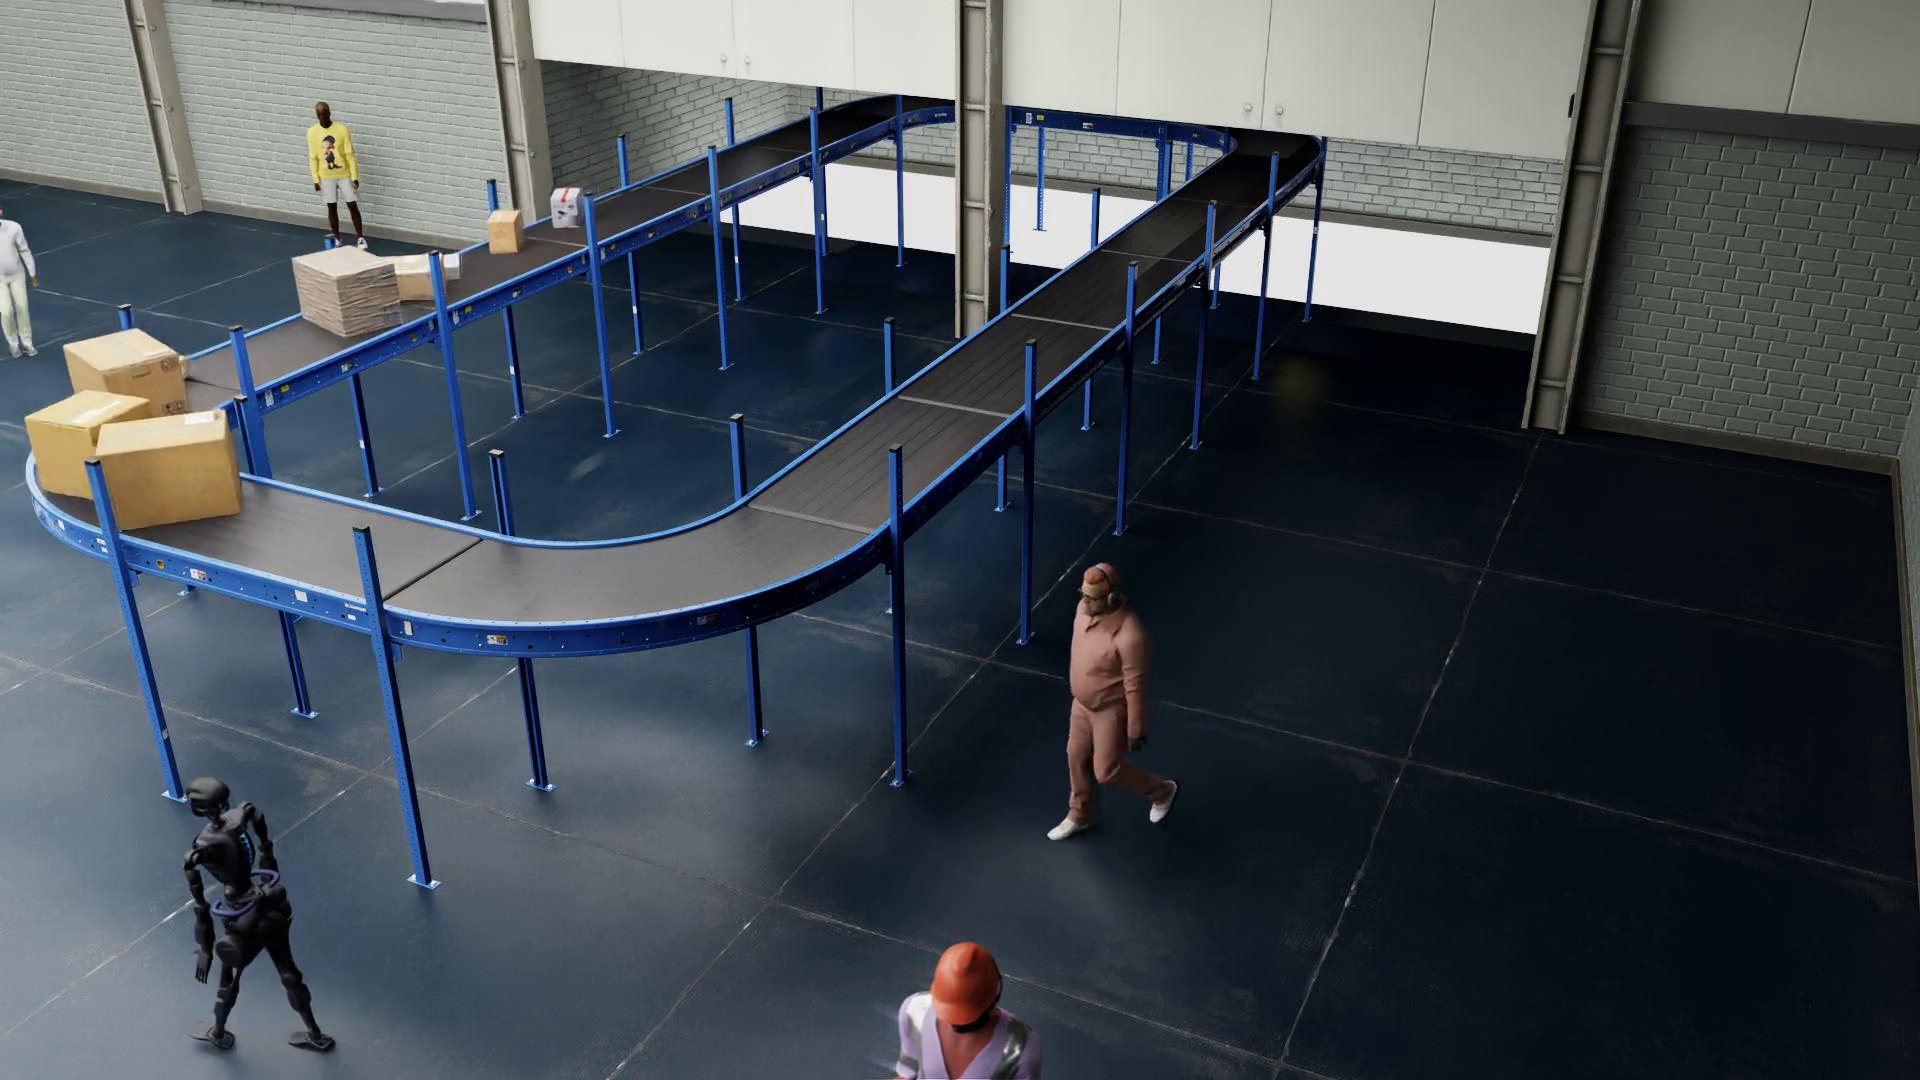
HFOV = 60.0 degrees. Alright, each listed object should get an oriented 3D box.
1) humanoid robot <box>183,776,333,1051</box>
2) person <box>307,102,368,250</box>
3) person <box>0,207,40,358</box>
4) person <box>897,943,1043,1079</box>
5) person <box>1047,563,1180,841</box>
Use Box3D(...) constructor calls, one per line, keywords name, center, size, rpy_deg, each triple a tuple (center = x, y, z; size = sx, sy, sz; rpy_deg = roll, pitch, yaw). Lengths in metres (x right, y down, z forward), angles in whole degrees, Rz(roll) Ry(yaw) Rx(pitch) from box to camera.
Box3D(name="humanoid robot", center=(-3.574, 1.843, 8.206), size=(0.729, 1.628, 0.597), rpy_deg=(8, 27, 15))
Box3D(name="person", center=(-7.824, -4.547, 20.830), size=(0.559, 1.886, 0.383), rpy_deg=(-6, 27, -12))
Box3D(name="person", center=(-9.948, -2.747, 17.358), size=(0.454, 1.724, 0.605), rpy_deg=(24, 35, 39))
Box3D(name="person", center=(0.019, 2.417, 6.627), size=(0.607, 2.035, 0.402), rpy_deg=(12, 29, 23))
Box3D(name="person", center=(0.909, 0.950, 9.756), size=(0.681, 1.879, 0.677), rpy_deg=(-13, 29, -24))
